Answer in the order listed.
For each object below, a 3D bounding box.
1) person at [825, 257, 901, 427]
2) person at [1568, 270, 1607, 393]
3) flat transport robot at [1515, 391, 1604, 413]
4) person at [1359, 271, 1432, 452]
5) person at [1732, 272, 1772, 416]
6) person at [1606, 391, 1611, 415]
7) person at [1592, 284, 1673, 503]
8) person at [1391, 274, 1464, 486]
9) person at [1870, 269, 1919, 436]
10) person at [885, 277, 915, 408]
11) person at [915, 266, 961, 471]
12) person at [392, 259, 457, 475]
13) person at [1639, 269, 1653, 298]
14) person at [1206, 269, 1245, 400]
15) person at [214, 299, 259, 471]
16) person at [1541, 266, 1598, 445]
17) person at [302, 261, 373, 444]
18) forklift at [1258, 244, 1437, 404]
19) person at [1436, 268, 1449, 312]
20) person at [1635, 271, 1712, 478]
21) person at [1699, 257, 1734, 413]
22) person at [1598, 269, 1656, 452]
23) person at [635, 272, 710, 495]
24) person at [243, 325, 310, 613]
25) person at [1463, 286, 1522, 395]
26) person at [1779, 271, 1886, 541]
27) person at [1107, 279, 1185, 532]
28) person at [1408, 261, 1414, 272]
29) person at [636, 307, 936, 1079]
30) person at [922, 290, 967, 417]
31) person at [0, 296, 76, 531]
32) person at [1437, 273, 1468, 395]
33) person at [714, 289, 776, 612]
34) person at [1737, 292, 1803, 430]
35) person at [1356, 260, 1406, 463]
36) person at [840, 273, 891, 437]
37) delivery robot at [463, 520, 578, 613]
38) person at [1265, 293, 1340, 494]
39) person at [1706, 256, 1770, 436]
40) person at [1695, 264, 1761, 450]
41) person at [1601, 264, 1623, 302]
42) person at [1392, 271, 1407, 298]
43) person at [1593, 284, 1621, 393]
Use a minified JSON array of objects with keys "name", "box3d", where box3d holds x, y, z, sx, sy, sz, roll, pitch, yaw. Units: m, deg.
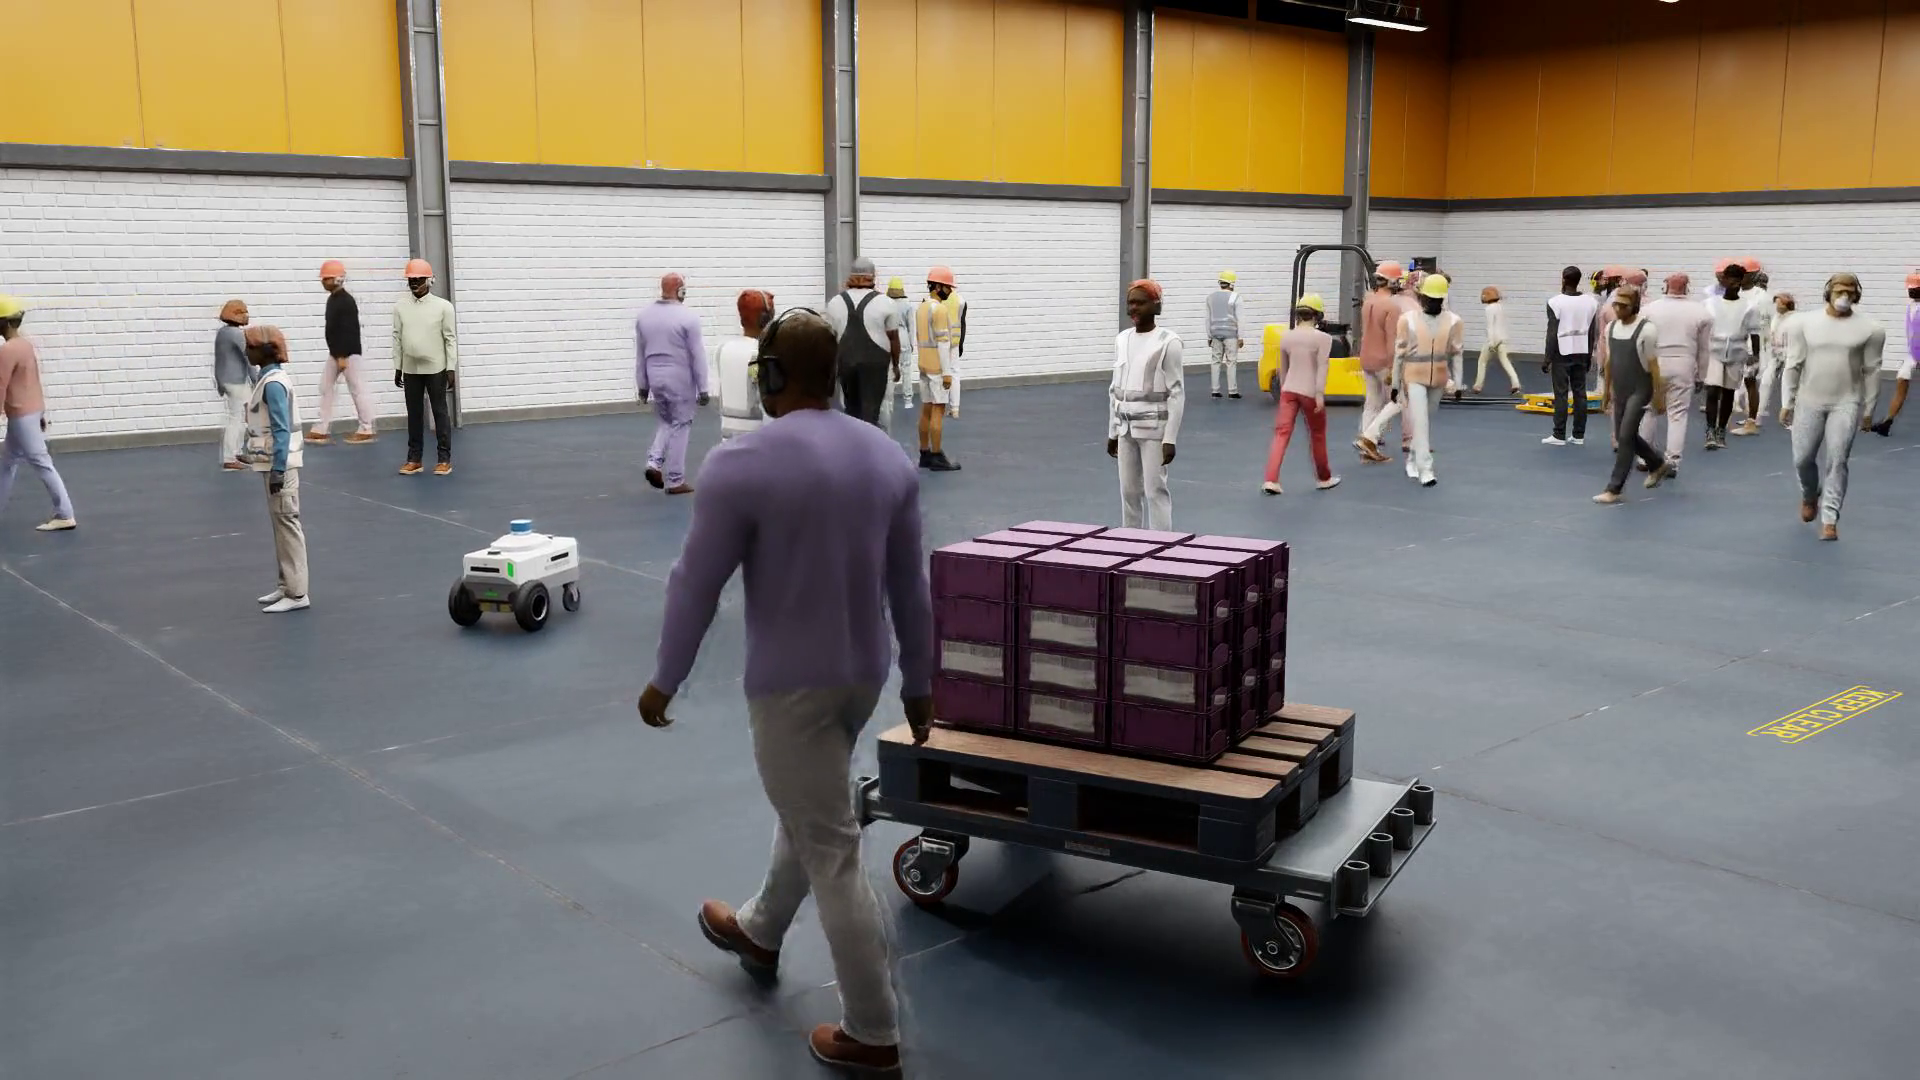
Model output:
[{"name":"person","box3d":[-0.882,-1.701,15.901,0.690,2.000,0.765,3,10,16]},{"name":"person","box3d":[8.485,-2.716,22.411,0.527,1.843,0.840,-6,11,-32]},{"name":"flat transport robot","box3d":[7.969,-1.797,21.633,1.431,0.197,0.652,-6,11,-31]},{"name":"person","box3d":[4.592,-1.860,17.365,0.543,1.871,0.844,-1,10,-7]},{"name":"person","box3d":[9.987,-2.455,20.950,0.509,1.823,0.639,3,10,18]},{"name":"person","box3d":[8.302,-2.300,20.644,0.514,1.621,0.478,-2,10,-12]},{"name":"person","box3d":[5.621,-1.210,13.735,0.859,1.807,0.543,-4,11,-23]},{"name":"person","box3d":[4.178,-1.433,14.876,0.597,1.866,1.032,0,10,-3]},{"name":"person","box3d":[10.724,-2.070,18.540,1.021,1.874,0.587,-1,10,-3]},{"name":"person","box3d":[-0.843,-2.618,22.134,0.483,1.745,0.300,0,10,-3]},{"name":"person","box3d":[-0.209,-1.621,15.759,0.374,1.928,0.542,-4,11,-24]},{"name":"person","box3d":[-4.963,-1.595,15.406,0.611,1.996,0.379,1,10,7]},{"name":"person","box3d":[10.779,-3.393,26.459,0.538,1.827,0.967,-4,10,-20]},{"name":"person","box3d":[3.753,-2.889,23.460,0.587,1.835,0.404,8,12,38]},{"name":"person","box3d":[-6.840,-1.465,15.765,0.507,1.618,0.496,9,13,44]},{"name":"person","box3d":[6.535,-1.973,17.847,0.590,1.919,0.397,-2,10,-14]},{"name":"person","box3d":[-6.726,-1.981,17.748,0.889,1.960,0.653,-9,13,-41]},{"name":"forklift","box3d":[5.256,-2.933,22.661,2.313,2.155,1.214,3,10,16]},{"name":"person","box3d":[7.171,-3.173,25.079,0.389,1.848,0.563,-1,10,-8]},{"name":"person","box3d":[6.549,-1.539,15.404,0.685,1.875,0.830,2,10,13]},{"name":"person","box3d":[9.959,-2.673,21.686,0.908,2.021,0.610,-7,12,-37]},{"name":"person","box3d":[6.836,-1.811,16.997,0.649,1.892,0.594,8,12,38]},{"name":"person","box3d":[-2.415,-1.324,14.128,0.650,1.887,0.421,6,11,30]},{"name":"person","box3d":[-3.904,-0.406,9.499,0.307,1.637,0.525,-5,11,-25]},{"name":"person","box3d":[7.812,-2.885,24.159,0.788,1.588,0.533,7,12,37]},{"name":"person","box3d":[6.282,-0.976,12.010,0.646,1.921,0.644,5,11,29]},{"name":"person","box3d":[1.116,-0.650,10.204,0.343,1.881,0.585,-7,12,-36]},{"name":"person","box3d":[7.923,-3.912,29.124,0.407,1.942,0.615,-6,12,-33]},{"name":"person","box3d":[-0.450,0.360,4.282,1.018,1.886,0.647,9,13,41]},{"name":"person","box3d":[-0.223,-2.435,20.780,0.627,1.845,0.429,-5,11,-29]},{"name":"person","box3d":[-6.969,-0.907,12.149,0.882,1.718,0.550,-2,10,-13]},{"name":"person","box3d":[6.924,-2.995,24.232,0.959,1.776,0.635,4,10,22]},{"name":"person","box3d":[-1.235,-0.505,9.485,0.588,1.851,0.932,9,13,42]},{"name":"person","box3d":[9.516,-2.063,19.316,0.866,1.596,0.510,-2,10,-11]},{"name":"person","box3d":[4.099,-1.716,16.151,0.454,1.977,0.632,-4,10,-21]},{"name":"person","box3d":[-0.968,-1.708,16.311,0.674,1.910,0.651,-5,11,-28]},{"name":"delivery robot","box3d":[-2.431,0.132,9.234,0.477,0.478,0.707,3,10,18]},{"name":"person","box3d":[2.927,-1.248,14.216,0.526,1.708,0.943,9,13,41]},{"name":"person","box3d":[8.695,-2.151,18.594,0.694,2.018,0.643,-2,10,-10]},{"name":"person","box3d":[7.989,-1.891,17.310,0.621,1.927,0.935,3,10,19]},{"name":"person","box3d":[8.736,-2.710,22.173,0.523,1.913,0.549,5,11,26]},{"name":"person","box3d":[6.313,-2.993,24.153,0.655,1.809,0.594,0,10,1]},{"name":"person","box3d":[9.031,-2.692,22.799,0.890,1.643,0.557,7,12,34]}]
